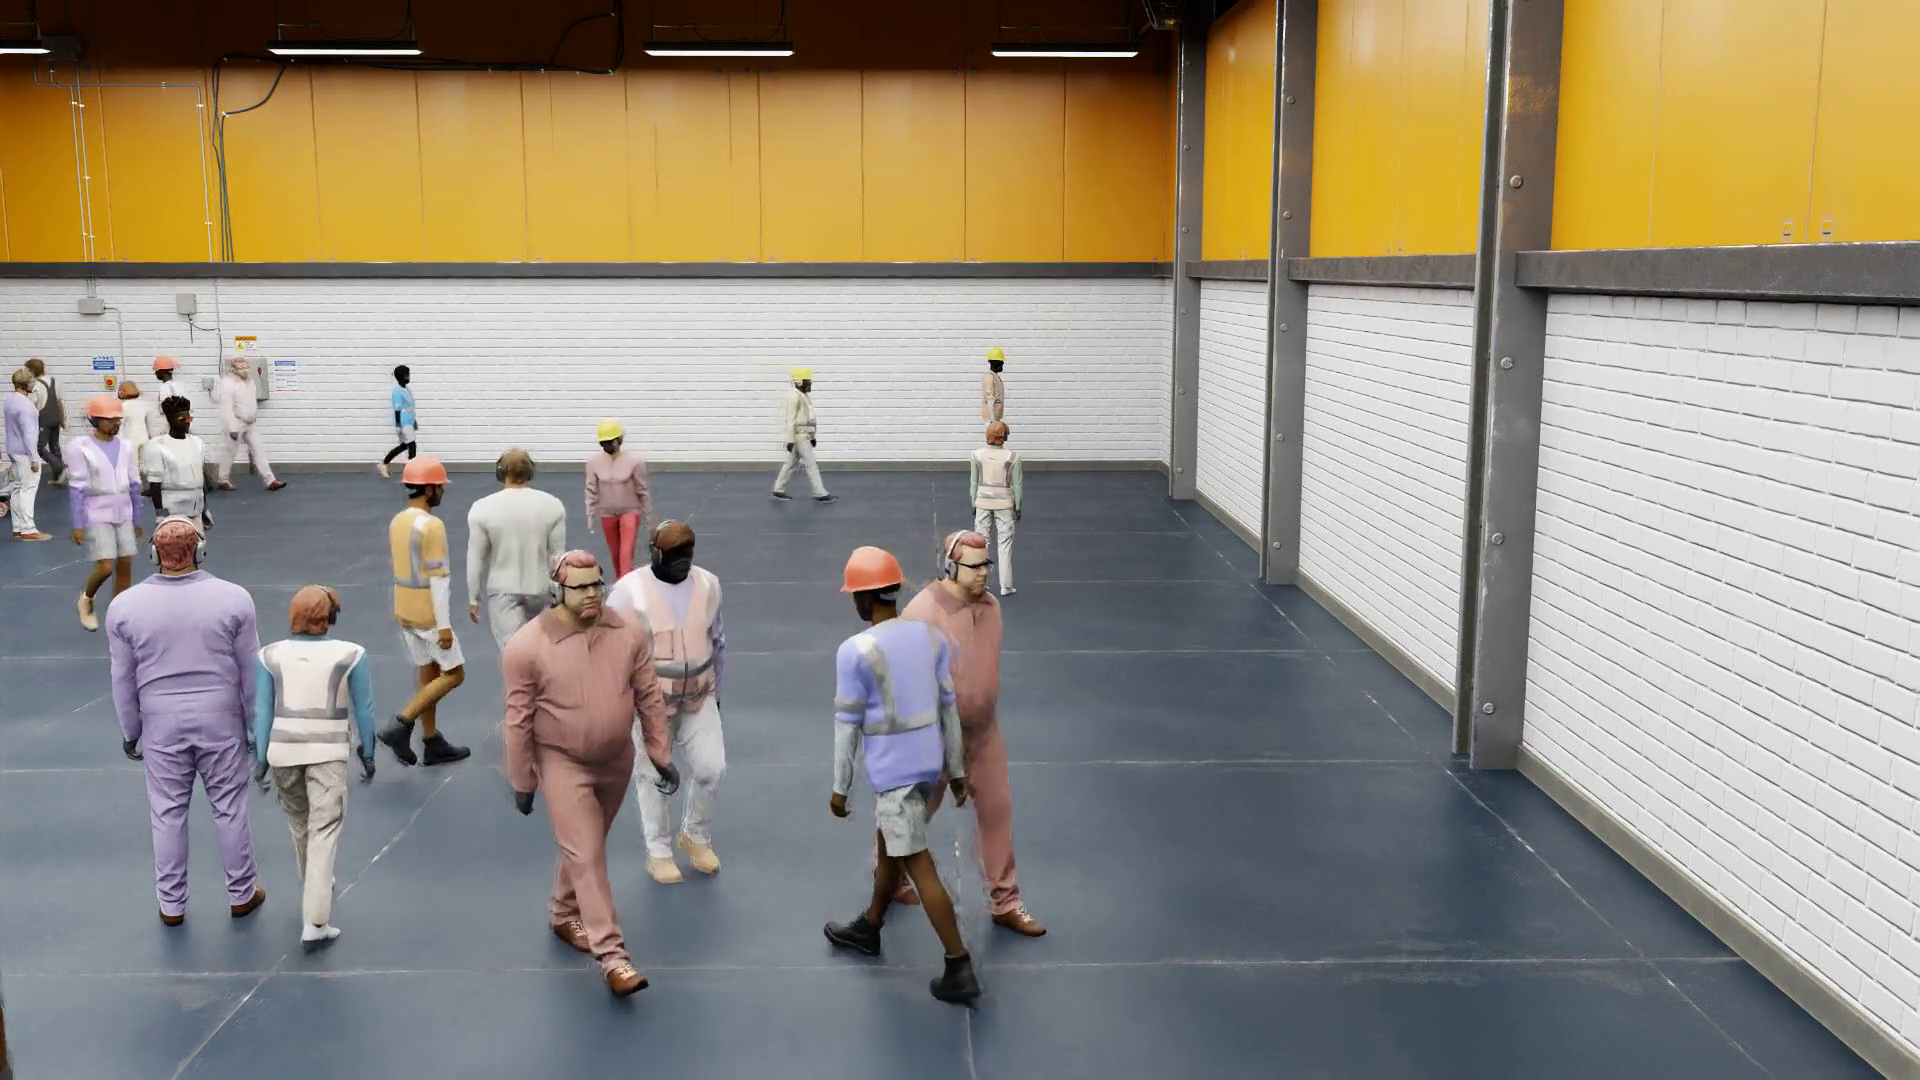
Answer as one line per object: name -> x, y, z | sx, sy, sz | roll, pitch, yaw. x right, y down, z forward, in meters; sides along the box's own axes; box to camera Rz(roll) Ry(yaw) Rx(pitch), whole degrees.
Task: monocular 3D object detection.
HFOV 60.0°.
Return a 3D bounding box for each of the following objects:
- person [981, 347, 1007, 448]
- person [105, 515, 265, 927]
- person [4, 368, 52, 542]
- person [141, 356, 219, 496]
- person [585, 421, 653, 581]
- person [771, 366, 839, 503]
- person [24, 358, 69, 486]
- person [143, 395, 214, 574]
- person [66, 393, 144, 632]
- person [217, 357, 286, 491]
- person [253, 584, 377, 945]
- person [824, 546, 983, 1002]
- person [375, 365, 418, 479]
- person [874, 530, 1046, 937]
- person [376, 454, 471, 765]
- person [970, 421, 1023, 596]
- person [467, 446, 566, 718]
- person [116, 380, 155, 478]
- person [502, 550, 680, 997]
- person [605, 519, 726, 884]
person -> 0.489, -1.763, 23.583 | 0.365, 1.927, 0.588 | 1, 9, 5
person -> -3.557, 0.833, 7.716 | 0.641, 1.913, 0.407 | -3, 10, -20
person -> -10.433, -0.944, 18.564 | 0.367, 1.933, 0.630 | -9, 13, -44
person -> -10.431, -1.512, 22.171 | 0.982, 1.896, 0.546 | 0, 9, 1
person -> -3.016, -0.214, 14.750 | 0.559, 1.713, 0.934 | 1, 9, 4
person -> -2.057, -1.363, 21.574 | 0.924, 1.786, 0.611 | 1, 9, 7
person -> -12.553, -1.616, 23.030 | 0.566, 1.819, 0.645 | 3, 10, 16
person -> -6.665, -0.260, 14.243 | 0.372, 1.966, 0.603 | 3, 10, 20
person -> -6.990, -0.188, 13.616 | 0.530, 2.029, 0.635 | 5, 10, 27
person -> -9.750, -1.561, 22.605 | 1.032, 1.848, 0.662 | 3, 10, 16
person -> -2.970, 1.009, 7.656 | 0.525, 1.581, 0.852 | -1, 9, -5
person -> -0.223, 0.970, 7.022 | 0.995, 1.878, 0.555 | 8, 12, 40
person -> -8.003, -1.670, 23.773 | 0.761, 1.673, 0.531 | -1, 9, -7
person -> -0.043, 0.858, 7.726 | 0.626, 1.860, 0.948 | -8, 12, -41
person -> -3.261, 0.448, 10.034 | 0.527, 1.922, 0.574 | -8, 12, -42
person -> 0.333, -0.293, 15.480 | 0.509, 1.629, 0.314 | 3, 10, 16
person -> -2.846, 0.341, 10.776 | 0.639, 1.901, 0.976 | -6, 11, -33
person -> -10.543, -1.245, 21.338 | 0.428, 1.611, 0.533 | 3, 10, 20
person -> -1.556, 0.960, 7.097 | 0.656, 1.851, 1.009 | -8, 12, -42
person -> -1.424, 0.801, 8.189 | 0.645, 1.828, 0.457 | -6, 11, -31
